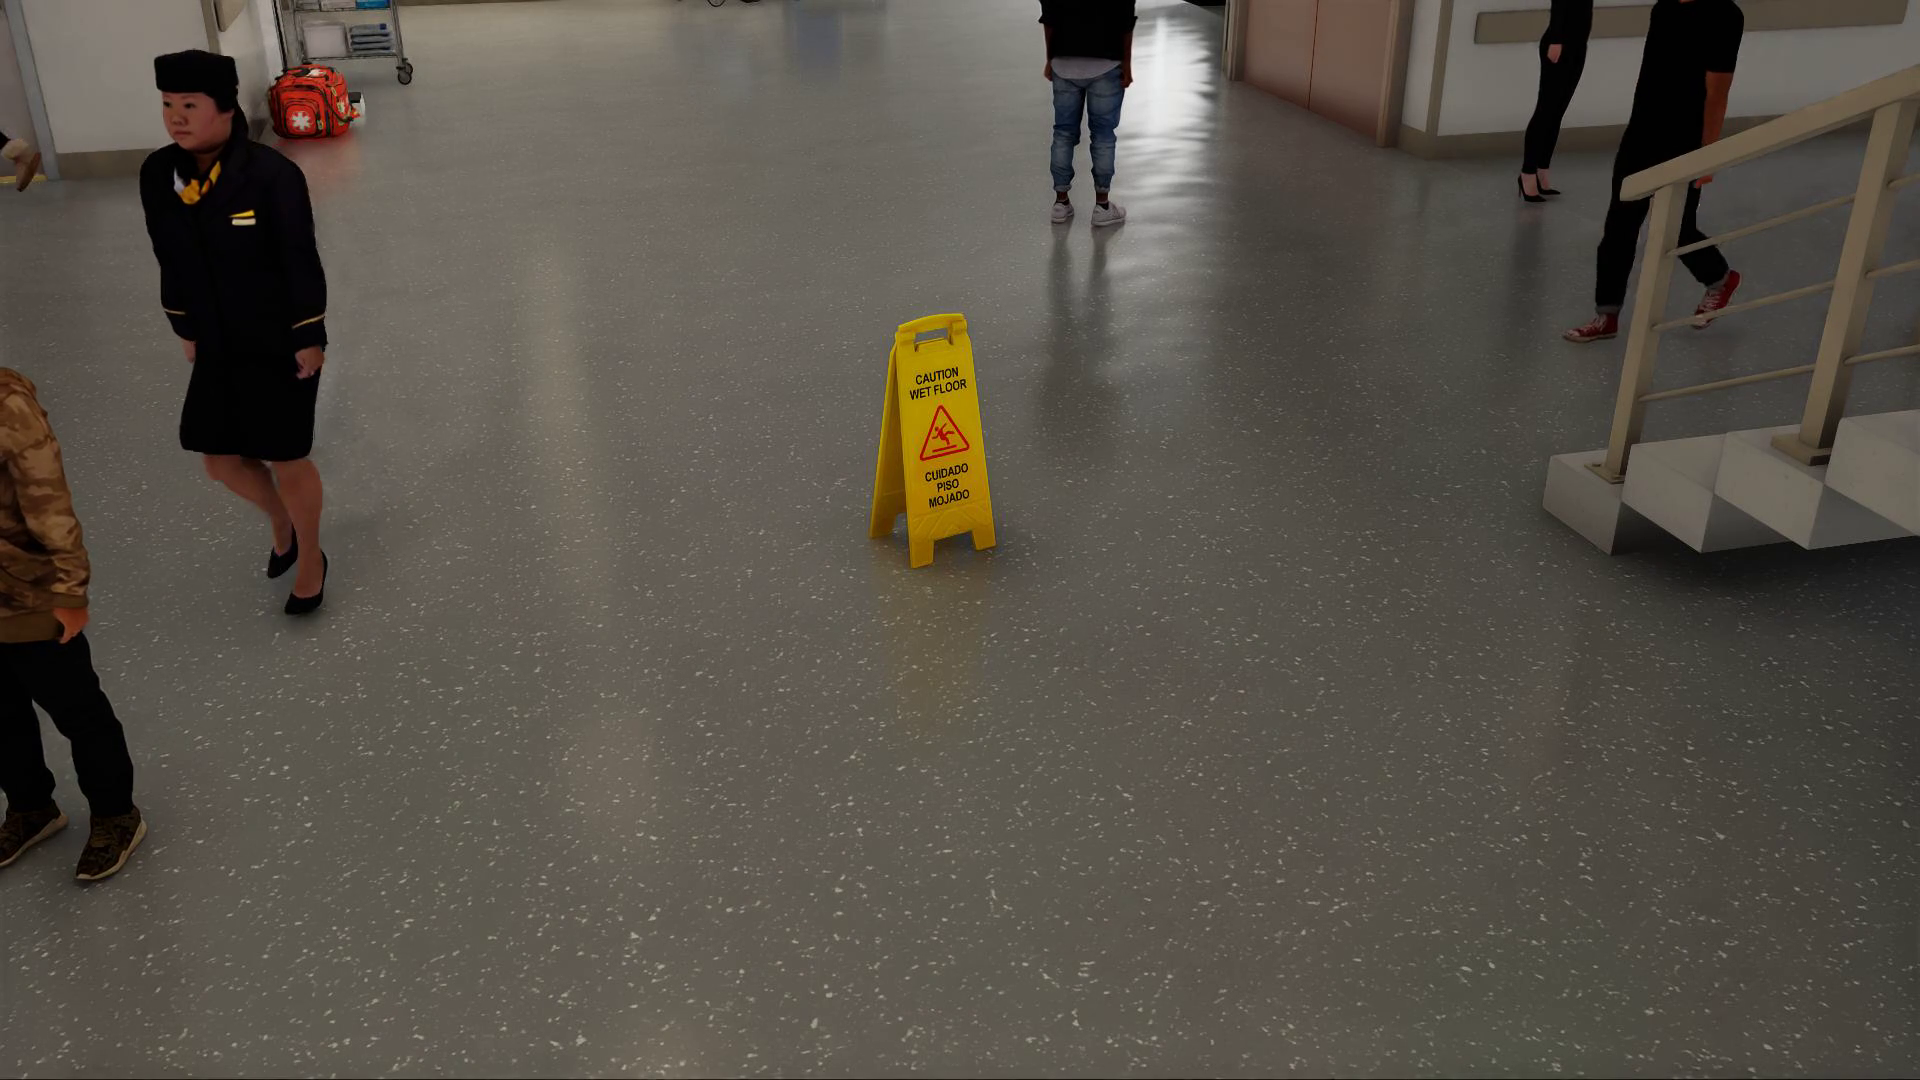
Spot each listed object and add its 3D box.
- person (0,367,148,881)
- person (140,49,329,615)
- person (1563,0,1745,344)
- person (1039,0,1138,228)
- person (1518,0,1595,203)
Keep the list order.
[{"bbox_3d":[-2.143,0.087,3.733,0.667,1.455,0.691,5,26,10],"label":"person"},{"bbox_3d":[-2.040,-0.596,4.910,0.799,1.662,0.799,3,26,7],"label":"person"},{"bbox_3d":[3.078,-1.675,7.063,0.786,1.736,1.025,-10,28,-21],"label":"person"},{"bbox_3d":[0.674,-2.605,8.903,0.785,1.813,0.823,11,28,22],"label":"person"},{"bbox_3d":[3.413,-2.782,9.387,0.656,1.711,0.644,21,32,36],"label":"person"}]
